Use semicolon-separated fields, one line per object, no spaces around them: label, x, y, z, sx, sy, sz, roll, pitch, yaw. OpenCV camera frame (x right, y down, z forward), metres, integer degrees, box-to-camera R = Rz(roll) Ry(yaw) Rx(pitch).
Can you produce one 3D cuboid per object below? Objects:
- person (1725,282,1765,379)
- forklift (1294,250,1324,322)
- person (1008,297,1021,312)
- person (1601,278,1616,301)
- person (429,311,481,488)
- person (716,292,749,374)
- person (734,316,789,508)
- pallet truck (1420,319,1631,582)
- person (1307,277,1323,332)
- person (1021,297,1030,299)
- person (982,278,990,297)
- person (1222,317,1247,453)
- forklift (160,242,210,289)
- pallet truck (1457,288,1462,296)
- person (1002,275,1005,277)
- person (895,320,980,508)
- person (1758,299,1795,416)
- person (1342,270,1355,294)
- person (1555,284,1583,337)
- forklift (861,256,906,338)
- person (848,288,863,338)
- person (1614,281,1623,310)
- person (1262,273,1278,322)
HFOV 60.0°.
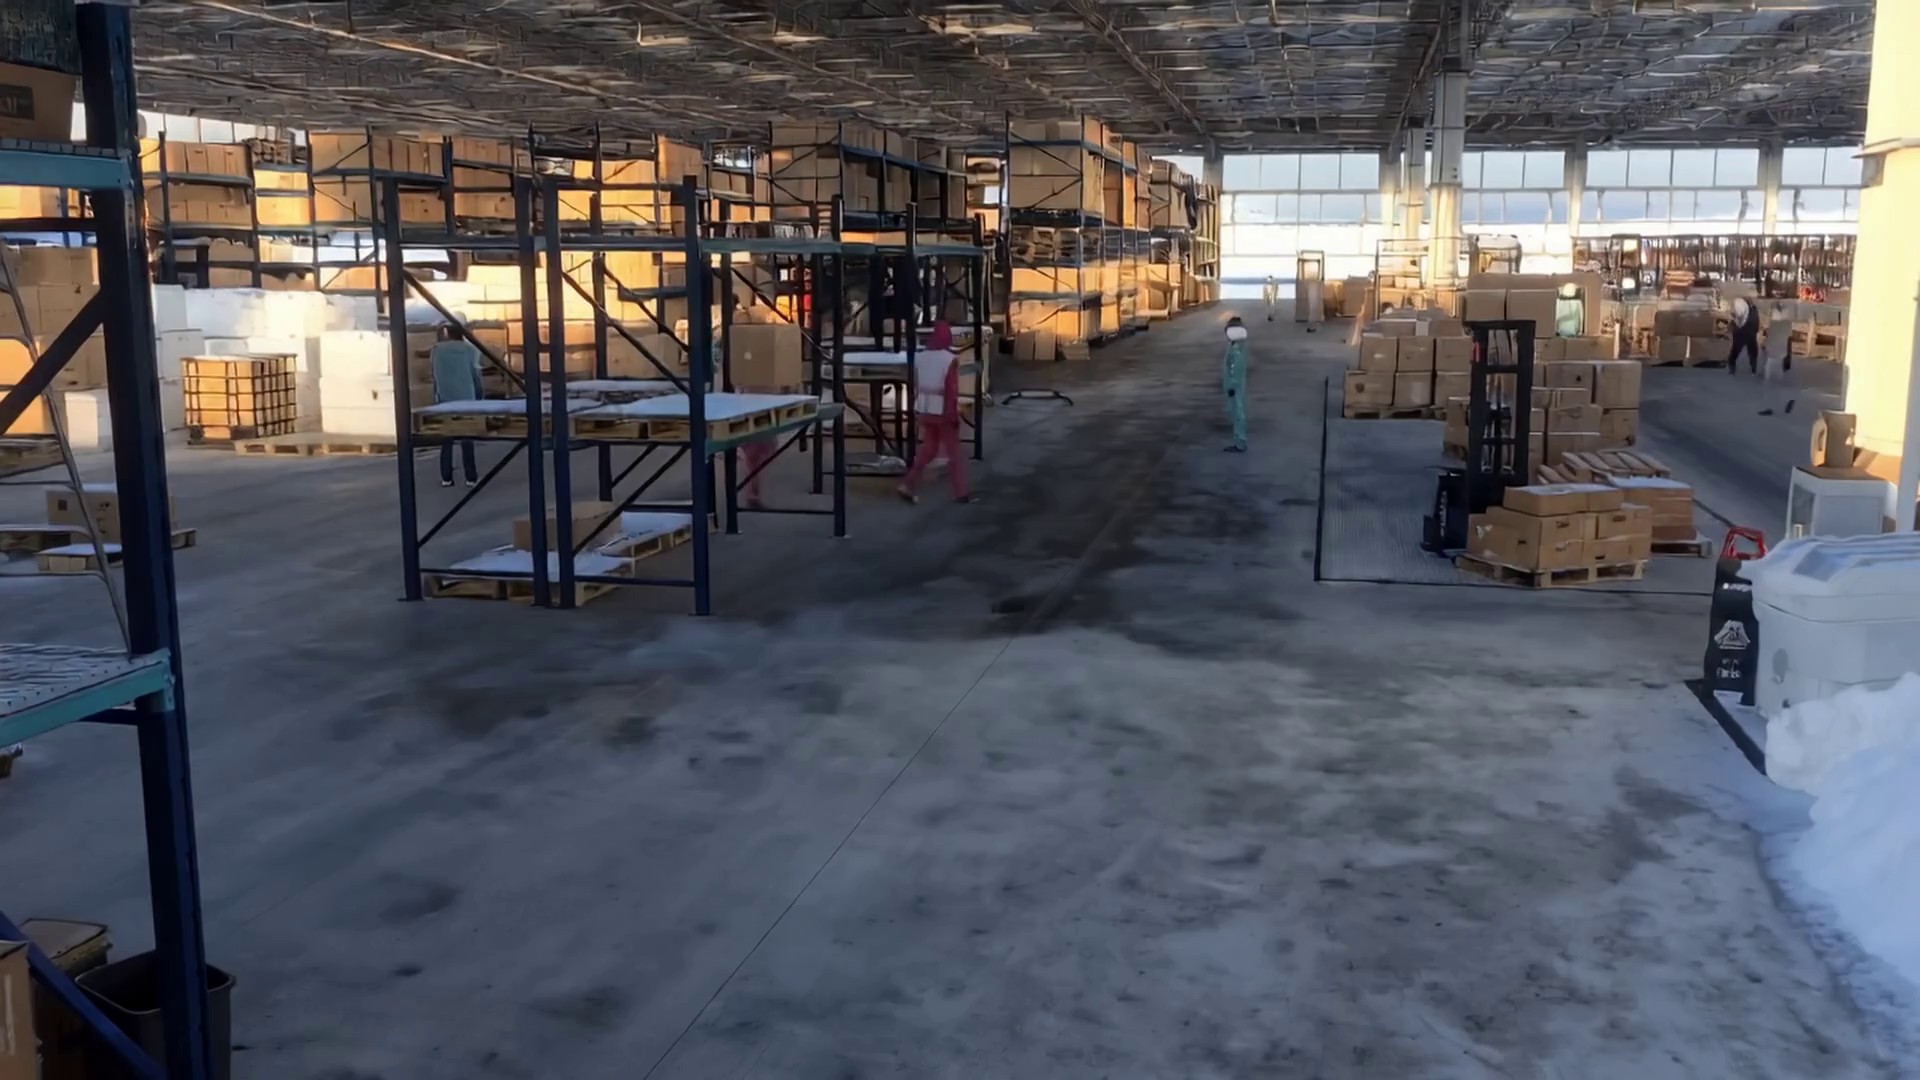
person;16.323;-4.326;34.305;0.709;2.000;0.940;-9;13;-43
forklift;13.778;-10.002;65.433;1.129;2.768;1.873;2;10;12
person;1.834;-7.863;56.335;0.553;1.663;0.759;-3;10;-15
person;22.063;-8.005;56.714;0.620;1.829;0.404;-5;11;-29
person;-5.458;-1.522;18.084;0.584;1.918;0.408;2;10;12
person;-3.638;-2.986;26.597;0.609;1.963;0.367;-9;13;-42
person;-2.063;-1.288;16.671;0.670;1.924;0.633;-7;12;-37
pallet truck;4.543;-0.757;13.299;0.823;1.965;1.885;-4;10;-22
person;12.167;-8.024;56.663;0.664;1.883;0.668;4;10;21
person;2.140;-7.056;51.546;0.555;1.670;0.525;-1;10;-4
person;1.392;-13.707;90.682;0.540;1.755;0.460;2;10;11
person;3.518;-1.981;21.300;0.316;1.742;0.492;3;10;18
forklift;-16.063;-4.810;34.690;1.129;2.768;1.873;2;10;12
pallet truck;20.506;-9.785;68.819;0.653;1.274;1.630;2;10;12
person;2.512;-14.007;92.296;0.619;1.808;0.703;-3;10;-19
person;-0.249;-1.251;16.621;0.905;1.885;0.597;-9;13;-44
person;12.955;-2.881;26.321;0.491;1.856;0.521;-4;10;-21
person;18.644;-11.976;79.931;0.602;1.935;0.995;-1;10;-4
person;13.168;-4.562;36.006;0.545;1.939;0.374;3;10;18
forklift;-1.654;-5.479;38.652;1.129;2.768;1.873;2;10;12
person;-2.291;-4.803;37.740;0.897;1.844;0.505;3;10;16
person;23.579;-8.445;59.747;0.547;1.680;0.378;-1;10;-7
person;12.186;-9.528;65.449;0.659;1.923;0.473;6;11;31
